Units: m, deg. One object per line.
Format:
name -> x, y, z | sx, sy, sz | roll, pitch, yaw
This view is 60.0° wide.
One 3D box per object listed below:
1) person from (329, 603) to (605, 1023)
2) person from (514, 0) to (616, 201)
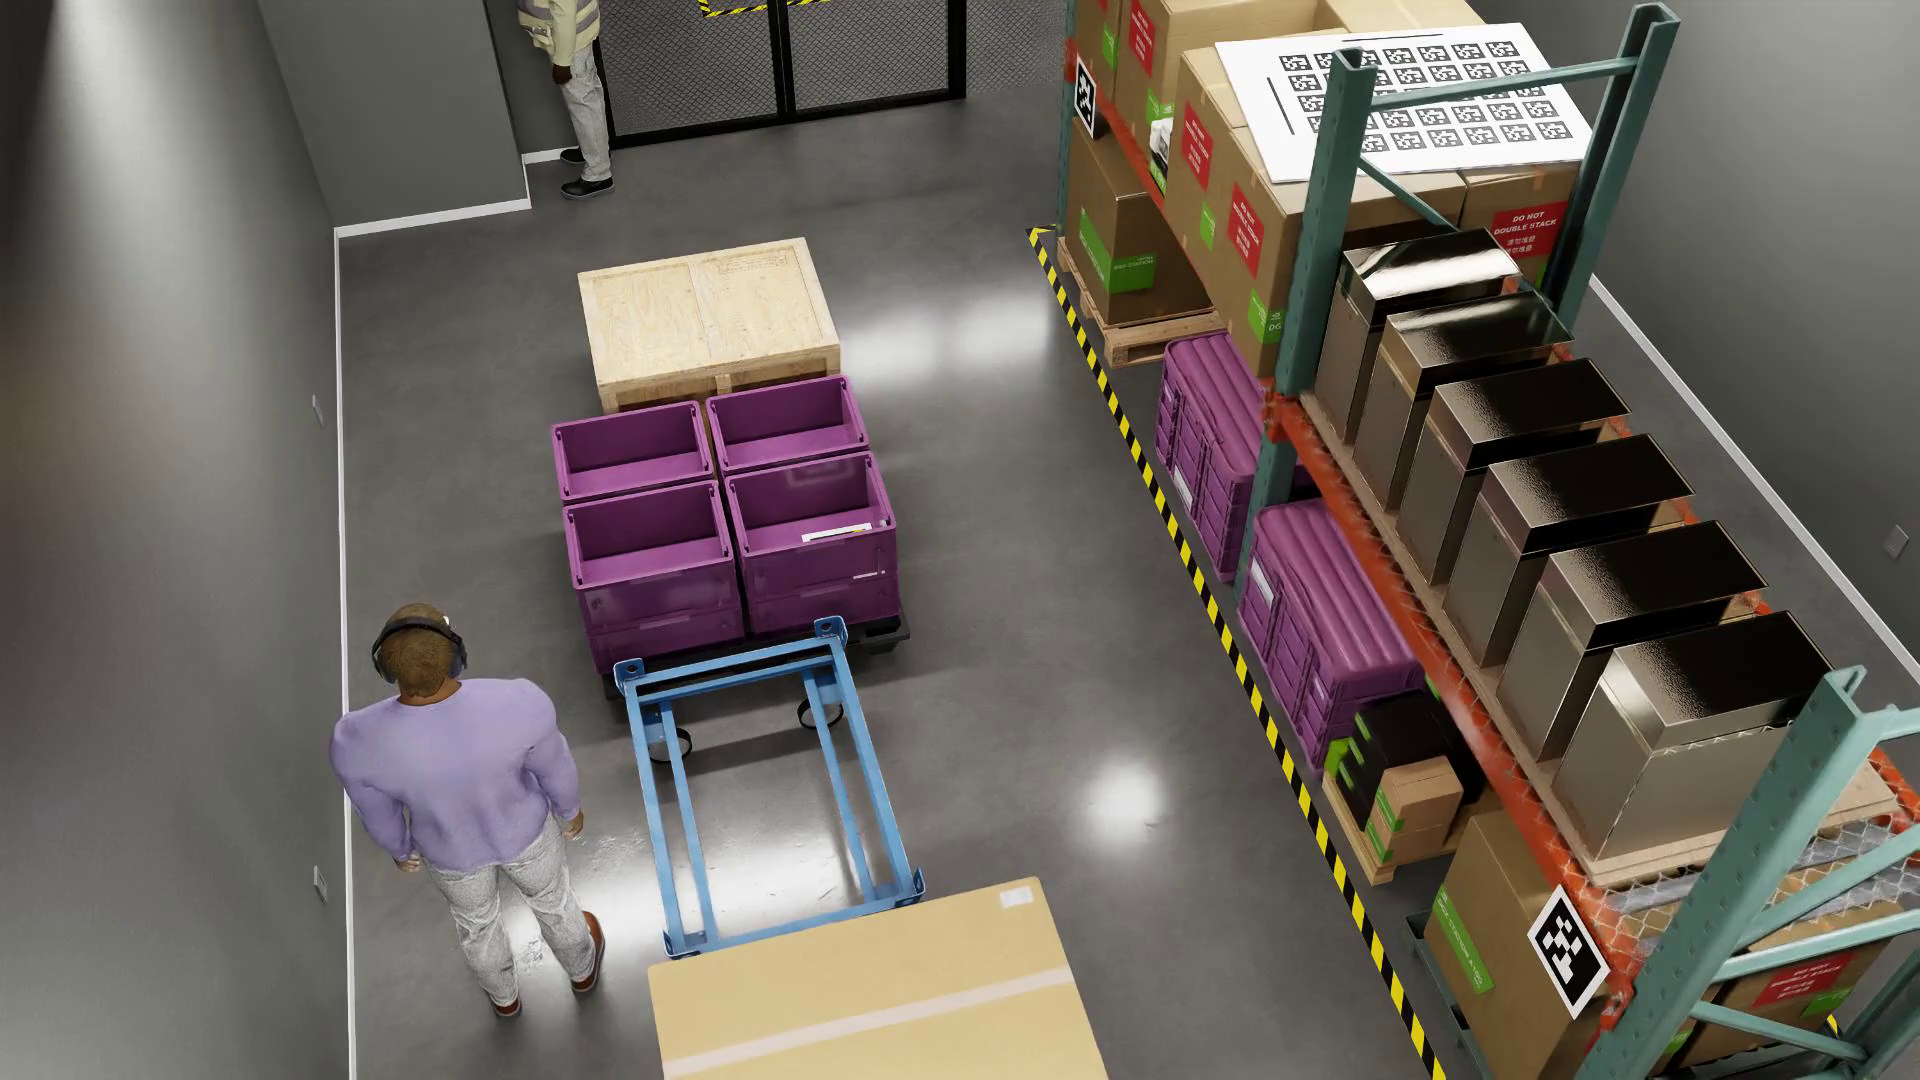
person -> -1.457, 0.872, 5.086 | 0.630, 1.940, 0.370 | -13, 49, -12
person -> -1.991, -2.566, 8.314 | 0.404, 1.833, 0.590 | -6, 48, -5
